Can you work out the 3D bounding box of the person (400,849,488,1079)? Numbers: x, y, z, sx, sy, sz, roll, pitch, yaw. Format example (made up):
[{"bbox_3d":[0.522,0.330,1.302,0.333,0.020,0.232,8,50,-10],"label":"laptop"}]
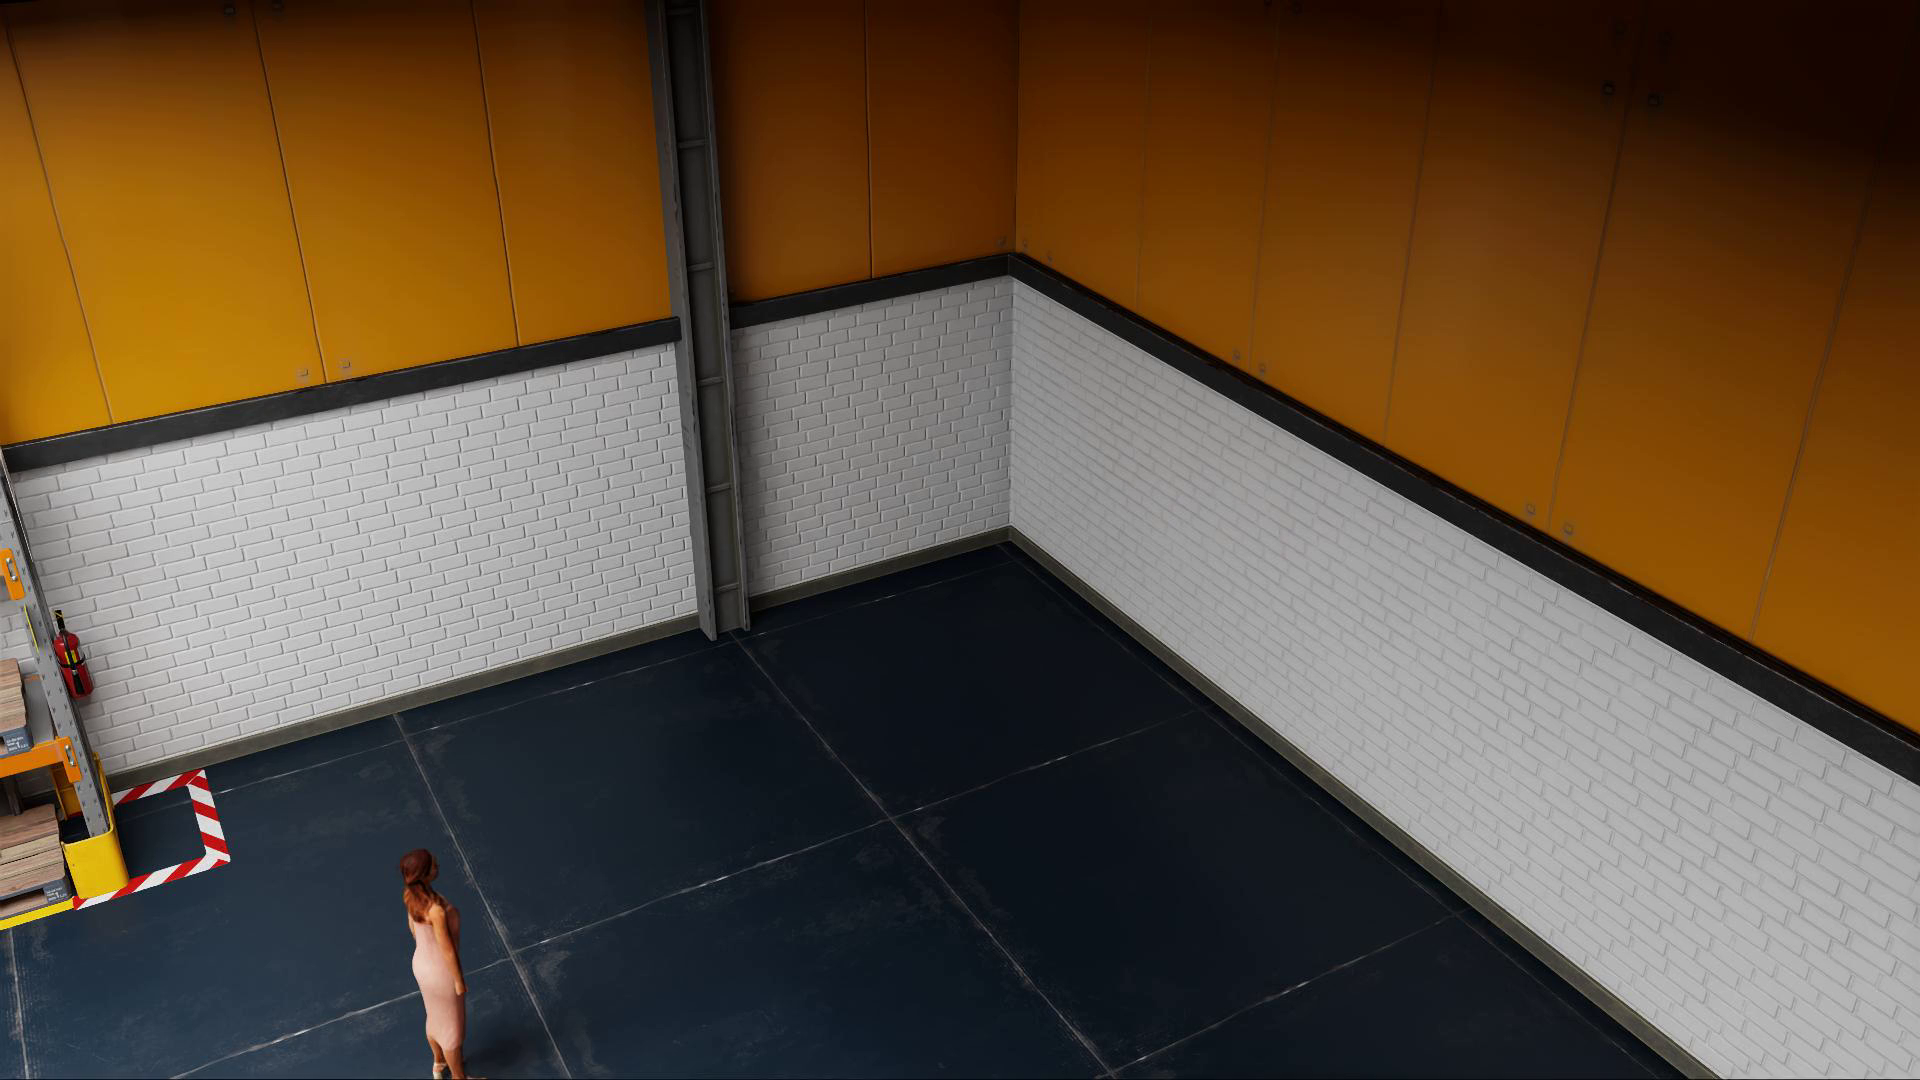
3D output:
[{"bbox_3d":[-3.191,2.627,10.145,0.589,1.831,0.641,-25,37,-37],"label":"person"}]
